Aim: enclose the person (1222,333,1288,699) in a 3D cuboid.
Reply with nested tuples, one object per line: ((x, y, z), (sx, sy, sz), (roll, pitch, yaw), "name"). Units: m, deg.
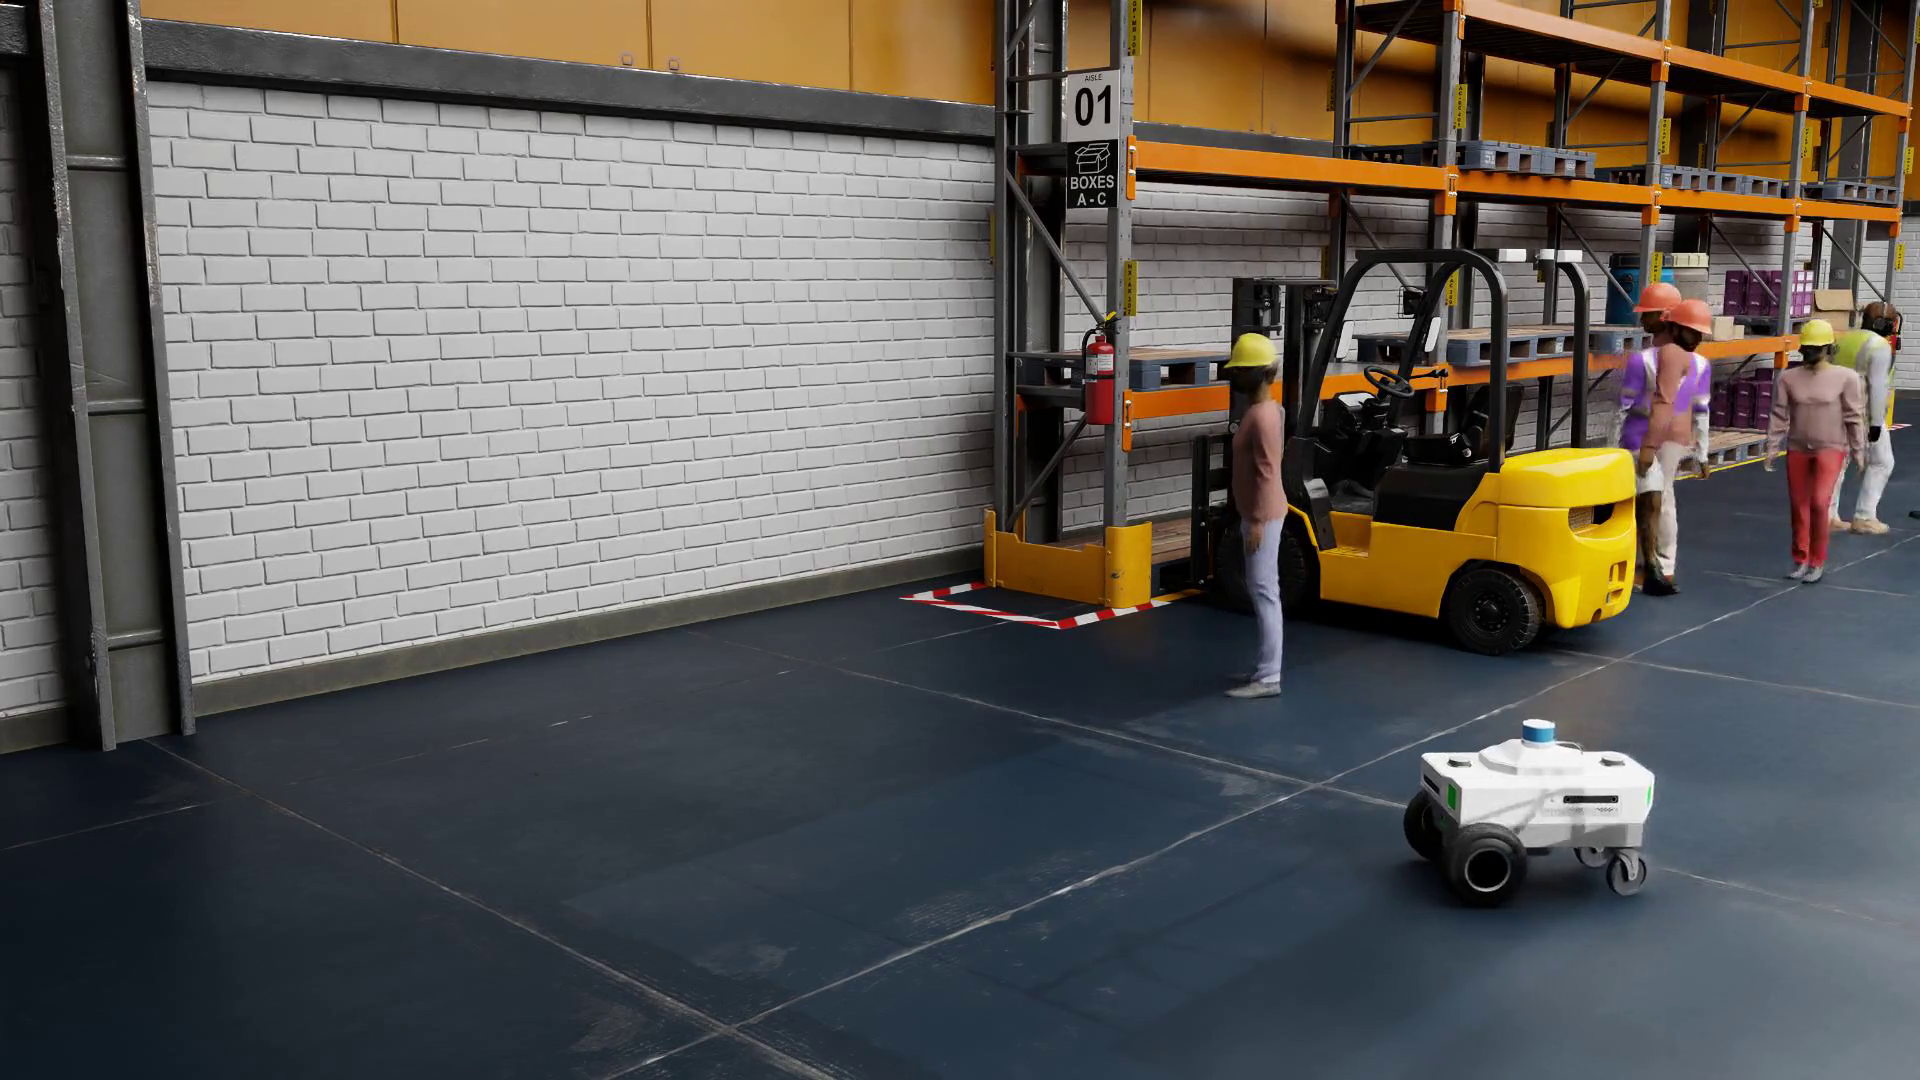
((1.419, -0.114, 8.059), (0.330, 1.766, 0.532), (1, 9, 9), "person")

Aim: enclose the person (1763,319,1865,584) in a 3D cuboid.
((5.588, -0.572, 10.911), (0.606, 1.741, 0.580), (-9, 13, -44), "person")

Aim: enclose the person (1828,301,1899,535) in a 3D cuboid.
((7.051, -0.942, 12.967), (0.593, 1.813, 0.658), (-2, 9, -10), "person")

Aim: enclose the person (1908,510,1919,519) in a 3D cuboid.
((8.365, -1.107, 13.772), (0.835, 1.896, 0.579), (0, 9, -3), "person")

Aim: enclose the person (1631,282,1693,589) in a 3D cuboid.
((4.425, -0.661, 10.722), (0.540, 1.983, 0.647), (3, 10, 16), "person")

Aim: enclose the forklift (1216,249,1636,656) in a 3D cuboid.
((2.710, -0.584, 9.626), (2.313, 2.155, 1.214), (9, 13, 43), "forklift")

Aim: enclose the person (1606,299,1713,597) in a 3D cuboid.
((4.475, -0.588, 10.612), (0.566, 1.874, 0.850), (-2, 9, -12), "person")

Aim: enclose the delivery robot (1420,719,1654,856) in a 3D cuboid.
((1.929, 0.847, 5.577), (0.707, 0.478, 0.477), (0, 9, -1), "delivery robot")
